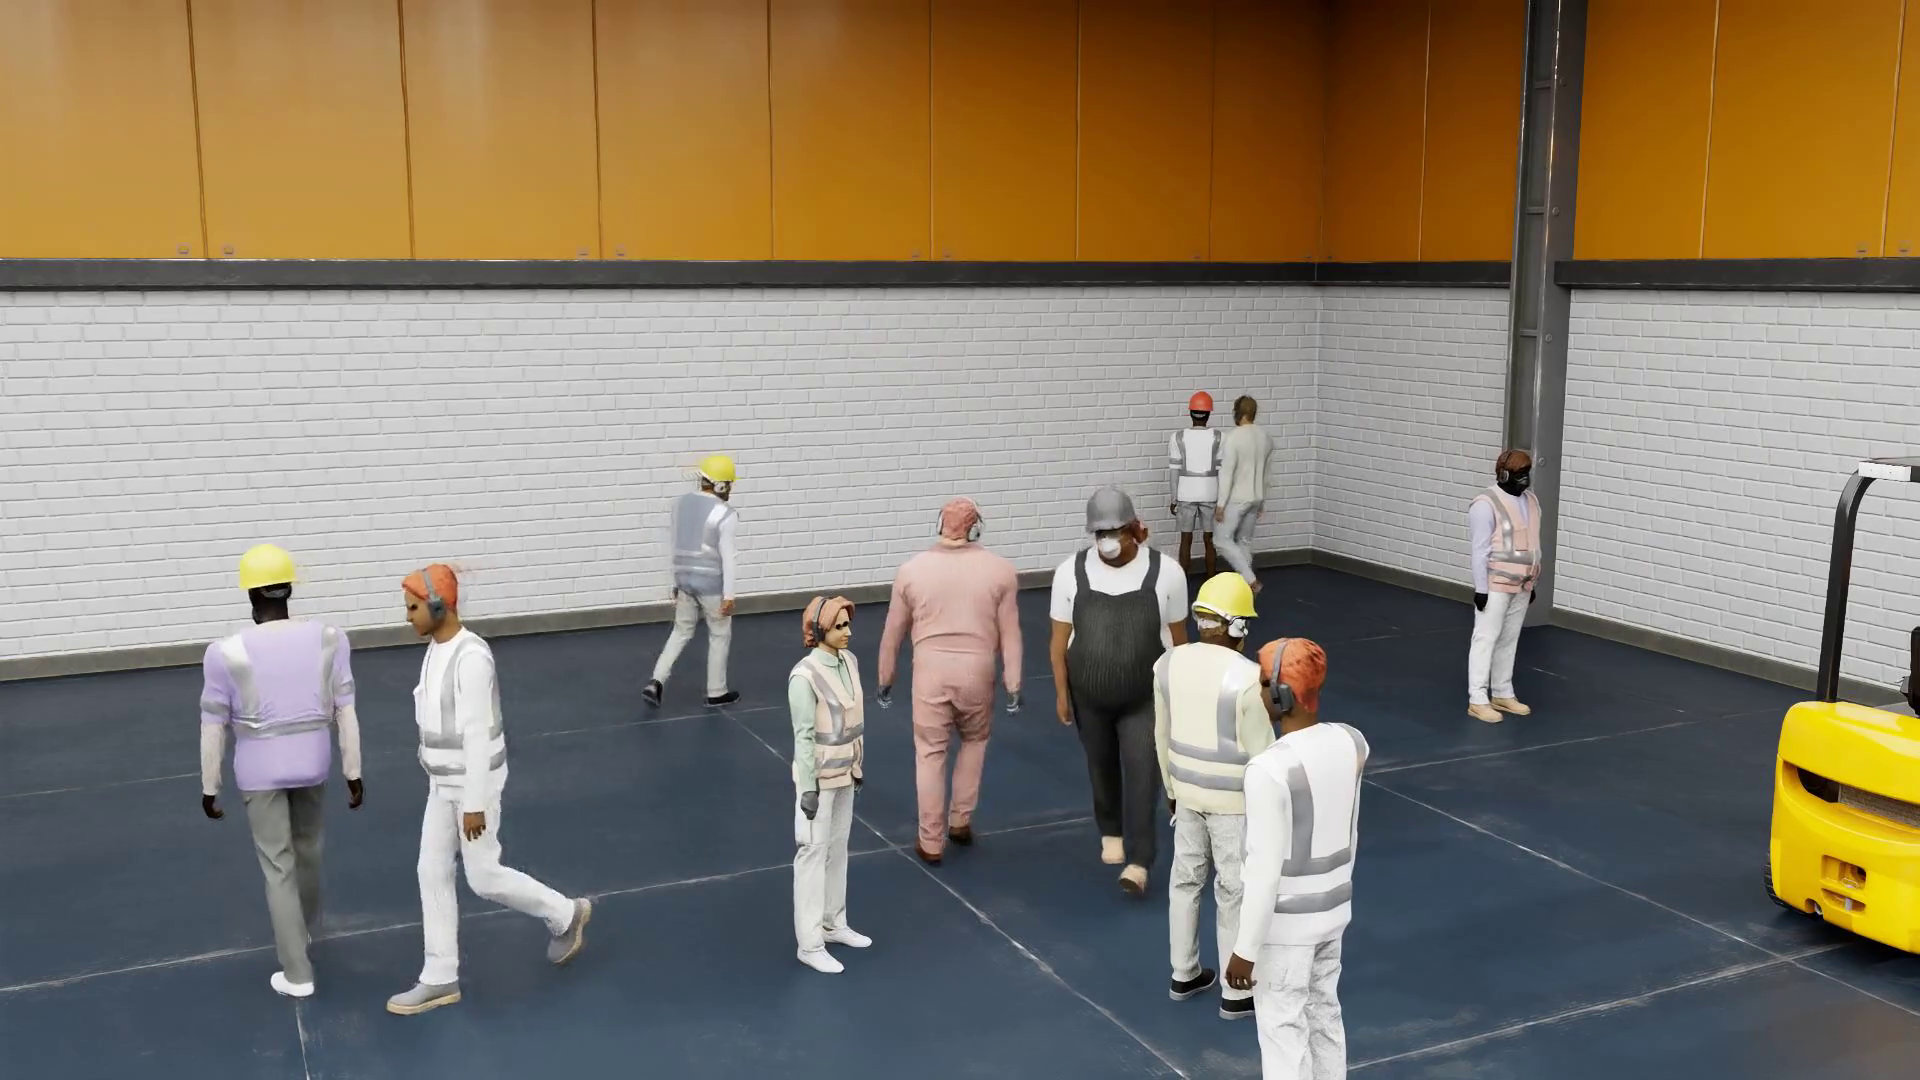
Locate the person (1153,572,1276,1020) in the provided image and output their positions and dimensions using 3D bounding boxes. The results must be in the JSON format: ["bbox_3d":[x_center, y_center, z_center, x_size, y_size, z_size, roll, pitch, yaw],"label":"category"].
[{"bbox_3d":[1.066,1.036,6.806,0.404,1.827,0.586,-8,12,-42],"label":"person"}]

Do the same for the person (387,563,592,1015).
[{"bbox_3d":[-1.999,1.002,6.938,0.814,1.851,0.618,-7,12,-37],"label":"person"}]

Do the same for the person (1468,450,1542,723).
[{"bbox_3d":[3.712,0.304,11.301,0.626,1.843,0.430,-7,11,-35],"label":"person"}]

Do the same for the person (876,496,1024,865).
[{"bbox_3d":[-0.060,0.713,8.627,0.779,1.874,0.603,0,9,0],"label":"person"}]

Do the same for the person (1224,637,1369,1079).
[{"bbox_3d":[1.075,1.235,5.385,0.356,1.886,0.572,9,13,44],"label":"person"}]

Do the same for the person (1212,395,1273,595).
[{"bbox_3d":[2.560,-0.354,15.115,0.671,1.926,0.567,-8,12,-41],"label":"person"}]

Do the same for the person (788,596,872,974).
[{"bbox_3d":[-0.579,1.051,7.291,0.306,1.640,0.521,4,10,21],"label":"person"}]

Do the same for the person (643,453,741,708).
[{"bbox_3d":[-1.813,0.307,11.451,0.627,1.805,0.679,6,11,34],"label":"person"}]

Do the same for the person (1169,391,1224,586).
[{"bbox_3d":[2.209,-0.408,15.418,0.545,1.938,0.362,1,9,8],"label":"person"}]

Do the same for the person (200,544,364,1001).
[{"bbox_3d":[-2.946,0.954,7.119,0.609,1.892,0.861,-8,12,-41],"label":"person"}]

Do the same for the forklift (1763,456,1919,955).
[{"bbox_3d":[4.857,0.731,7.561,2.313,2.155,1.214,-4,10,-25],"label":"forklift"}]

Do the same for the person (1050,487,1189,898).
[{"bbox_3d":[0.762,0.704,8.200,0.691,2.000,1.018,2,9,11],"label":"person"}]
